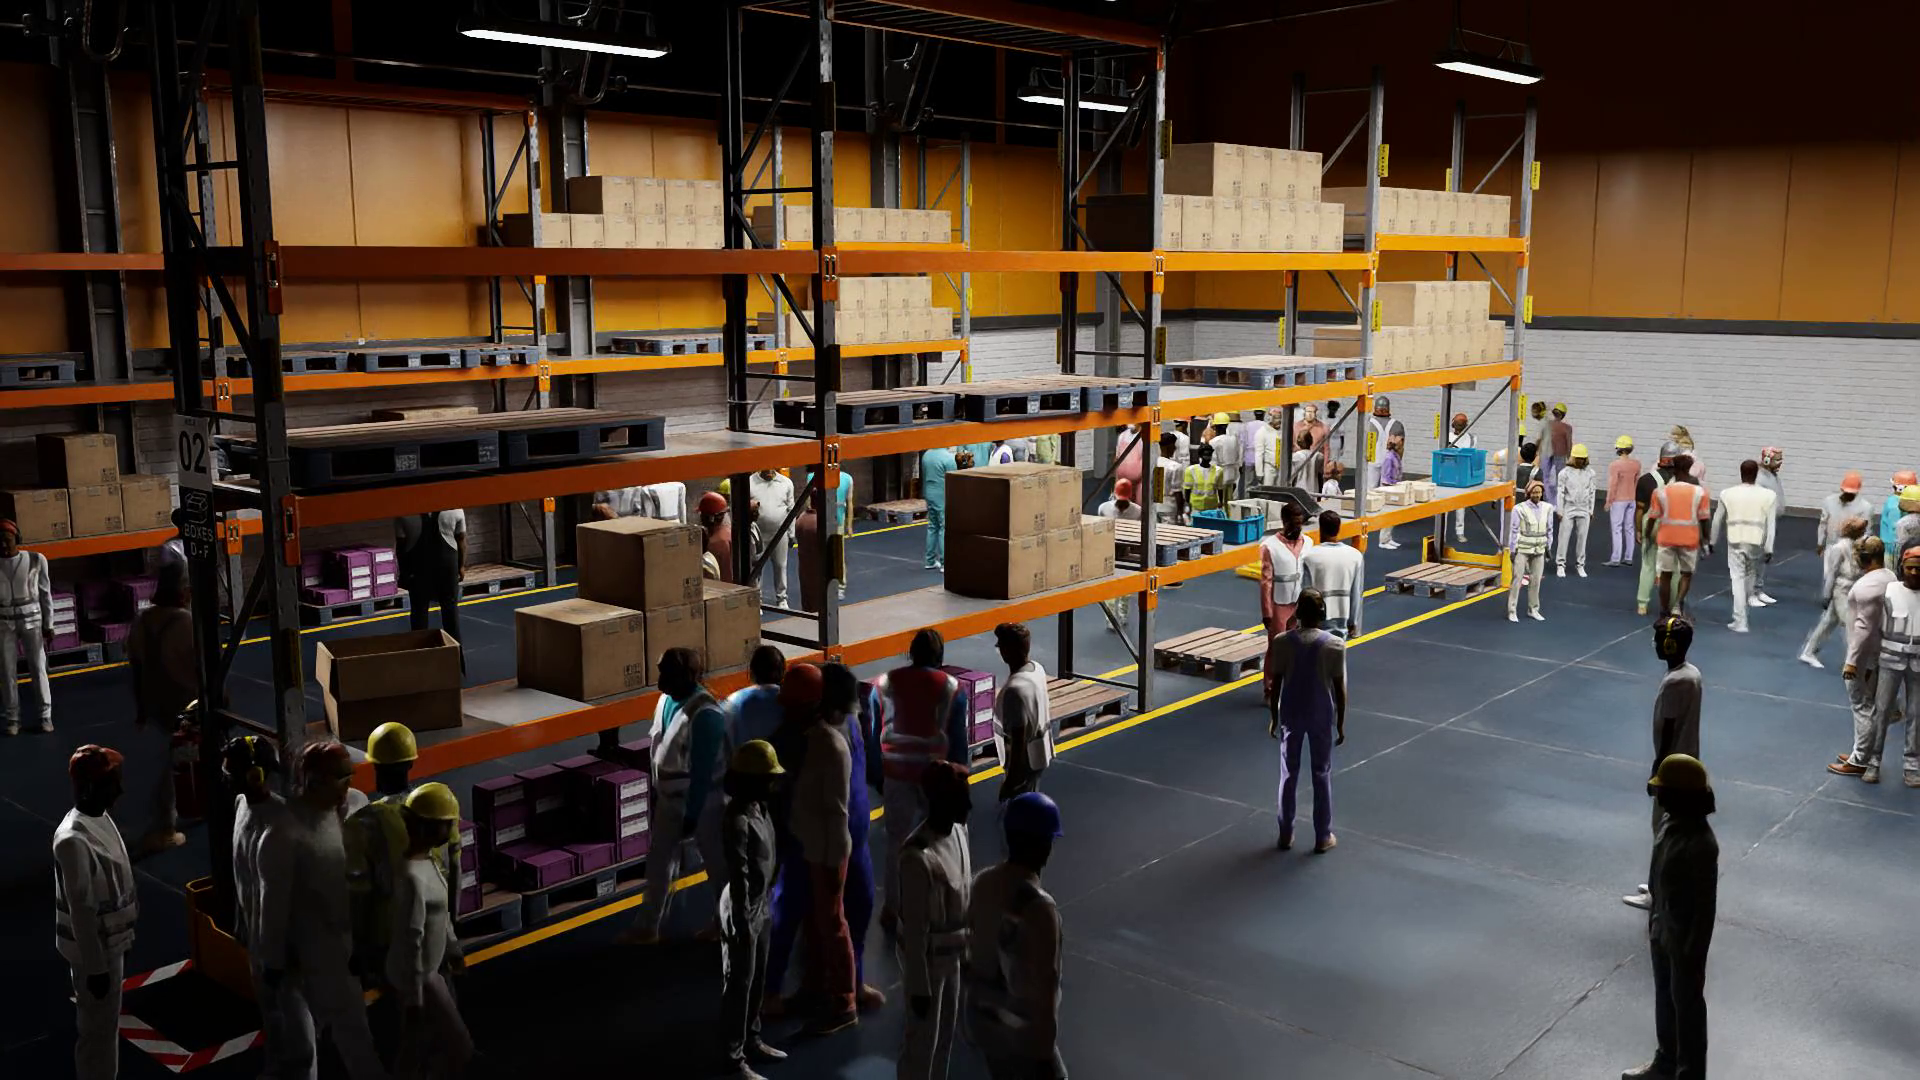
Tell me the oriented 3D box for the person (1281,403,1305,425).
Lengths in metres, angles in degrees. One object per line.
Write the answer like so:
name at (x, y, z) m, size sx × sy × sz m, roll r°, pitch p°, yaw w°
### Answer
person at (5.697, -1.552, 28.045) m, size 0.652 × 1.885 × 0.497 m, roll 0°, pitch 10°, yaw 0°

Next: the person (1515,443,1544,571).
person at (7.463, -0.438, 21.926) m, size 0.318 × 1.697 × 0.533 m, roll -8°, pitch 12°, yaw -38°

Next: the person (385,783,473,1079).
person at (-2.423, 1.958, 7.511) m, size 0.491 × 1.731 × 0.546 m, roll -3°, pitch 10°, yaw -17°

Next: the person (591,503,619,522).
person at (-3.592, 0.432, 16.922) m, size 0.282 × 1.633 × 0.499 m, roll -2°, pitch 10°, yaw -11°

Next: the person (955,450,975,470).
person at (0.012, -0.156, 19.844) m, size 0.350 × 1.837 × 0.502 m, roll -3°, pitch 10°, yaw -19°

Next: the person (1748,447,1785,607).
person at (9.527, -0.163, 19.686) m, size 0.403 × 1.900 × 0.636 m, roll 9°, pitch 13°, yaw 42°

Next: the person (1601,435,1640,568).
person at (8.811, -0.509, 22.177) m, size 0.555 × 1.760 × 0.362 m, roll -5°, pitch 11°, yaw -27°

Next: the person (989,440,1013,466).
person at (0.564, -0.679, 22.916) m, size 0.381 × 1.845 × 0.570 m, roll -2°, pitch 10°, yaw -12°

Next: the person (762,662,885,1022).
person at (-0.752, 1.569, 8.916) m, size 0.720 × 2.000 × 0.766 m, roll 8°, pitch 12°, yaw 40°

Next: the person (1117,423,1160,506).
person at (2.492, -0.910, 23.715) m, size 0.689 × 2.000 × 0.535 m, roll 9°, pitch 13°, yaw 42°

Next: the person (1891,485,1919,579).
person at (9.932, 0.289, 17.440) m, size 0.487 × 1.746 × 0.289 m, roll -5°, pitch 11°, yaw -30°

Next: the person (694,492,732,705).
person at (-2.210, 0.556, 15.101) m, size 0.379 × 1.996 × 0.611 m, roll 2°, pitch 10°, yaw 13°

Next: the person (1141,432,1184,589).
person at (2.541, -0.372, 20.730) m, size 0.612 × 1.962 × 0.363 m, roll 9°, pitch 13°, yaw 44°

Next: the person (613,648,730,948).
person at (-1.681, 1.537, 9.776) m, size 0.849 × 1.808 × 0.639 m, roll -8°, pitch 12°, yaw -40°

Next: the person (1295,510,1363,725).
person at (3.229, 0.691, 14.573) m, size 0.602 × 1.906 × 0.411 m, roll -3°, pitch 10°, yaw -17°

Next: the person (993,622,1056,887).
person at (0.392, 1.419, 10.417) m, size 0.390 × 1.838 × 0.563 m, roll 3°, pitch 10°, yaw 15°

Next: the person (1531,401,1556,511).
person at (9.404, -1.360, 27.062) m, size 0.690 × 1.813 × 0.605 m, roll 4°, pitch 10°, yaw 21°

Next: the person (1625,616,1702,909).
person at (4.459, 1.404, 10.470) m, size 0.338 × 1.856 × 0.525 m, roll 7°, pitch 12°, yaw 36°

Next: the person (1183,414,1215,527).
person at (3.700, -1.194, 25.465) m, size 0.615 × 2.029 × 0.409 m, roll 6°, pitch 11°, yaw 32°

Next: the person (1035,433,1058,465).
person at (1.368, -1.271, 26.691) m, size 0.312 × 1.769 × 0.522 m, roll -6°, pitch 11°, yaw -33°

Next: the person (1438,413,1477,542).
person at (7.198, -0.902, 24.129) m, size 0.573 × 1.887 × 0.355 m, roll 0°, pitch 10°, yaw 0°

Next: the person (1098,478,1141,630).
person at (1.770, 0.149, 18.421) m, size 0.580 × 1.704 × 0.655 m, roll 2°, pitch 10°, yaw 13°

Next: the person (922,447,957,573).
person at (-0.226, -0.526, 21.869) m, size 0.398 × 1.898 × 0.647 m, roll -7°, pitch 12°, yaw -35°

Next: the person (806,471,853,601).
person at (-1.569, -0.188, 19.997) m, size 0.570 × 1.840 × 0.373 m, roll 1°, pitch 10°, yaw 7°

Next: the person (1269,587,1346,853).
person at (2.394, 1.240, 11.470) m, size 0.516 × 1.842 × 0.324 m, roll 3°, pitch 10°, yaw 18°

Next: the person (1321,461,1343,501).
person at (4.555, -0.153, 20.399) m, size 0.308 × 1.639 × 0.511 m, roll 1°, pitch 10°, yaw 4°

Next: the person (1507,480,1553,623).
person at (6.422, 0.130, 18.758) m, size 0.528 × 1.627 × 0.325 m, roll -2°, pitch 10°, yaw -14°

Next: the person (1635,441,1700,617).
person at (8.119, -0.138, 19.106) m, size 0.684 × 2.000 × 0.535 m, roll 6°, pitch 11°, yaw 31°

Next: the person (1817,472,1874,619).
person at (10.114, 0.047, 19.003) m, size 0.657 × 1.706 × 0.594 m, roll -7°, pitch 12°, yaw -36°

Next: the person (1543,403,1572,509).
person at (9.828, -1.386, 27.422) m, size 0.532 × 1.754 × 0.341 m, roll 8°, pitch 13°, yaw 41°

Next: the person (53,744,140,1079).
person at (-3.937, 1.861, 7.635) m, size 0.354 × 1.887 × 0.573 m, roll -3°, pitch 10°, yaw -19°

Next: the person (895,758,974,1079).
person at (-0.105, 1.894, 7.484) m, size 0.355 × 1.876 × 0.573 m, roll 3°, pitch 10°, yaw 20°

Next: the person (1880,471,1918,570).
person at (10.543, 0.078, 18.719) m, size 0.354 × 1.737 × 0.576 m, roll 5°, pitch 11°, yaw 30°

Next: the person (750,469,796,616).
person at (-2.208, -0.075, 19.162) m, size 0.644 × 1.900 × 0.399 m, roll -3°, pitch 10°, yaw -16°

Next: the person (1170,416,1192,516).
person at (3.197, -0.940, 24.239) m, size 0.387 × 1.929 × 0.544 m, roll -4°, pitch 10°, yaw -24°

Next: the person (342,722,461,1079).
person at (-2.625, 1.804, 7.849) m, size 0.387 × 1.927 × 0.589 m, roll 8°, pitch 12°, yaw 40°
